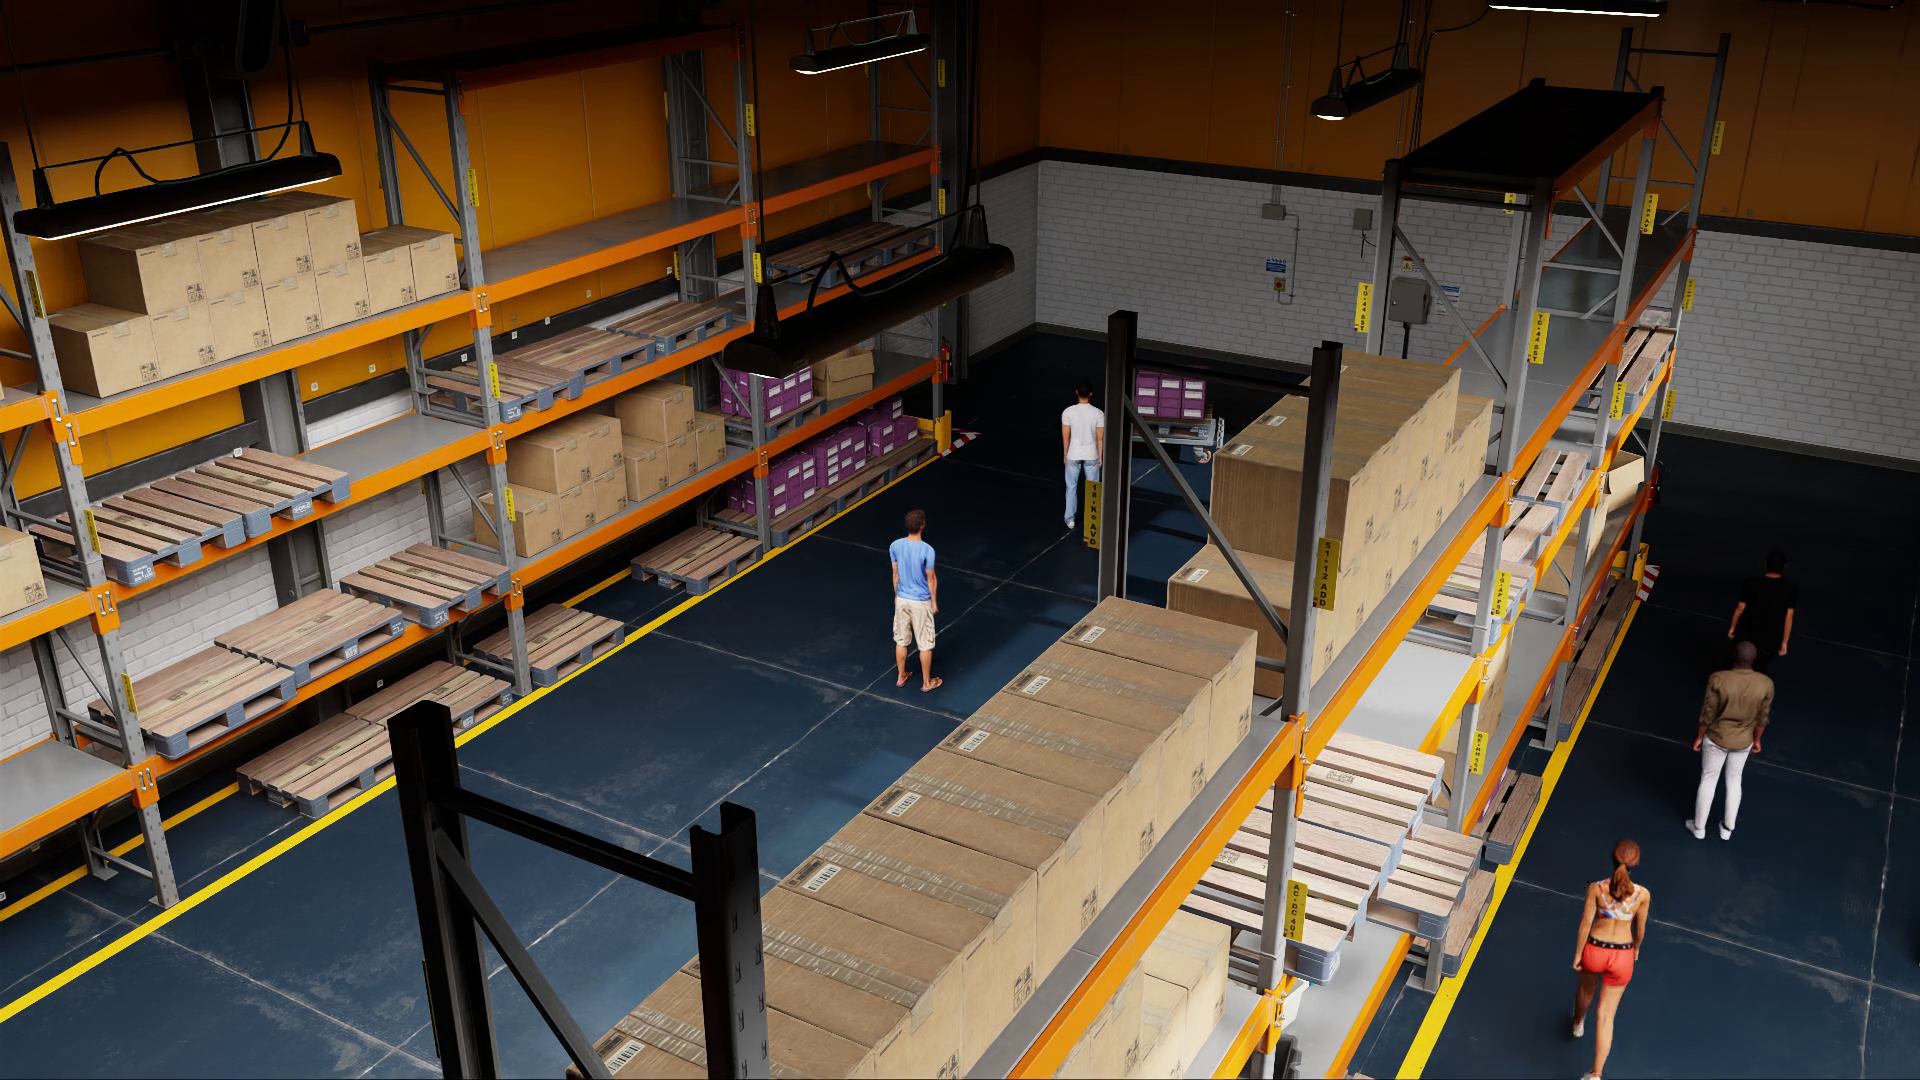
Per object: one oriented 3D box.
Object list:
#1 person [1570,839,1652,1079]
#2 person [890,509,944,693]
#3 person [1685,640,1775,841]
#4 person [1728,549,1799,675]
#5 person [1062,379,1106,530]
[{"bbox_3d":[4.345,2.873,11.139,0.763,1.752,1.198,6,24,14],"label":"person"},{"bbox_3d":[-0.448,0.582,16.241,0.663,1.862,0.564,11,26,23],"label":"person"},{"bbox_3d":[6.383,1.660,13.821,0.800,1.825,0.731,3,24,7],"label":"person"},{"bbox_3d":[7.483,0.959,15.557,0.808,1.719,1.150,7,25,16],"label":"person"},{"bbox_3d":[1.472,-1.032,19.930,0.752,1.866,0.714,2,24,5],"label":"person"}]
